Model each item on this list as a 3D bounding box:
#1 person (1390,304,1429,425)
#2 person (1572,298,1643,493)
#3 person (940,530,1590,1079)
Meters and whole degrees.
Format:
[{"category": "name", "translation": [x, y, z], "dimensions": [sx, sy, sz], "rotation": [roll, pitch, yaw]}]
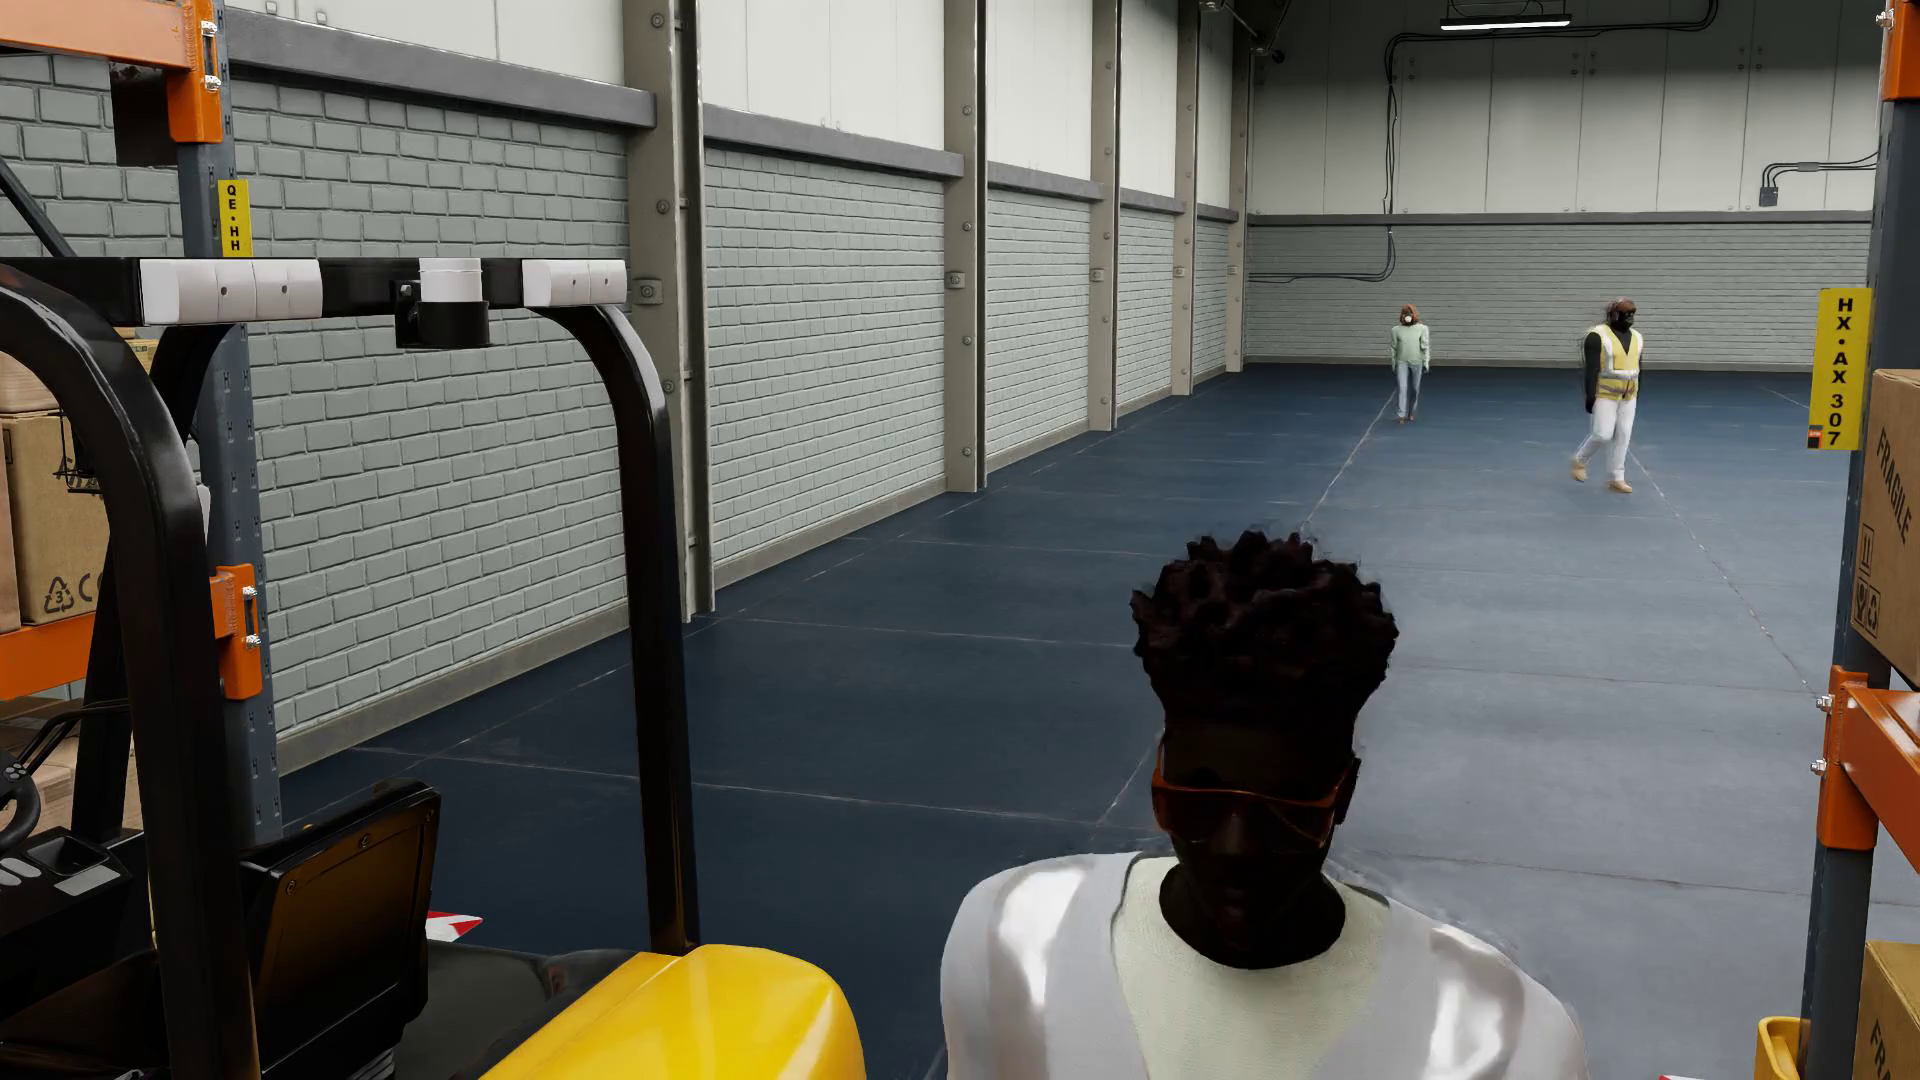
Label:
[{"category": "person", "translation": [6.036, -2.369, 22.353], "dimensions": [0.509, 1.603, 0.783], "rotation": [2, 10, 14]}, {"category": "person", "translation": [6.135, -1.365, 15.698], "dimensions": [0.636, 1.825, 0.549], "rotation": [-3, 10, -16]}, {"category": "person", "translation": [0.239, 0.946, 1.563], "dimensions": [0.642, 1.947, 0.422], "rotation": [4, 10, 21]}]
